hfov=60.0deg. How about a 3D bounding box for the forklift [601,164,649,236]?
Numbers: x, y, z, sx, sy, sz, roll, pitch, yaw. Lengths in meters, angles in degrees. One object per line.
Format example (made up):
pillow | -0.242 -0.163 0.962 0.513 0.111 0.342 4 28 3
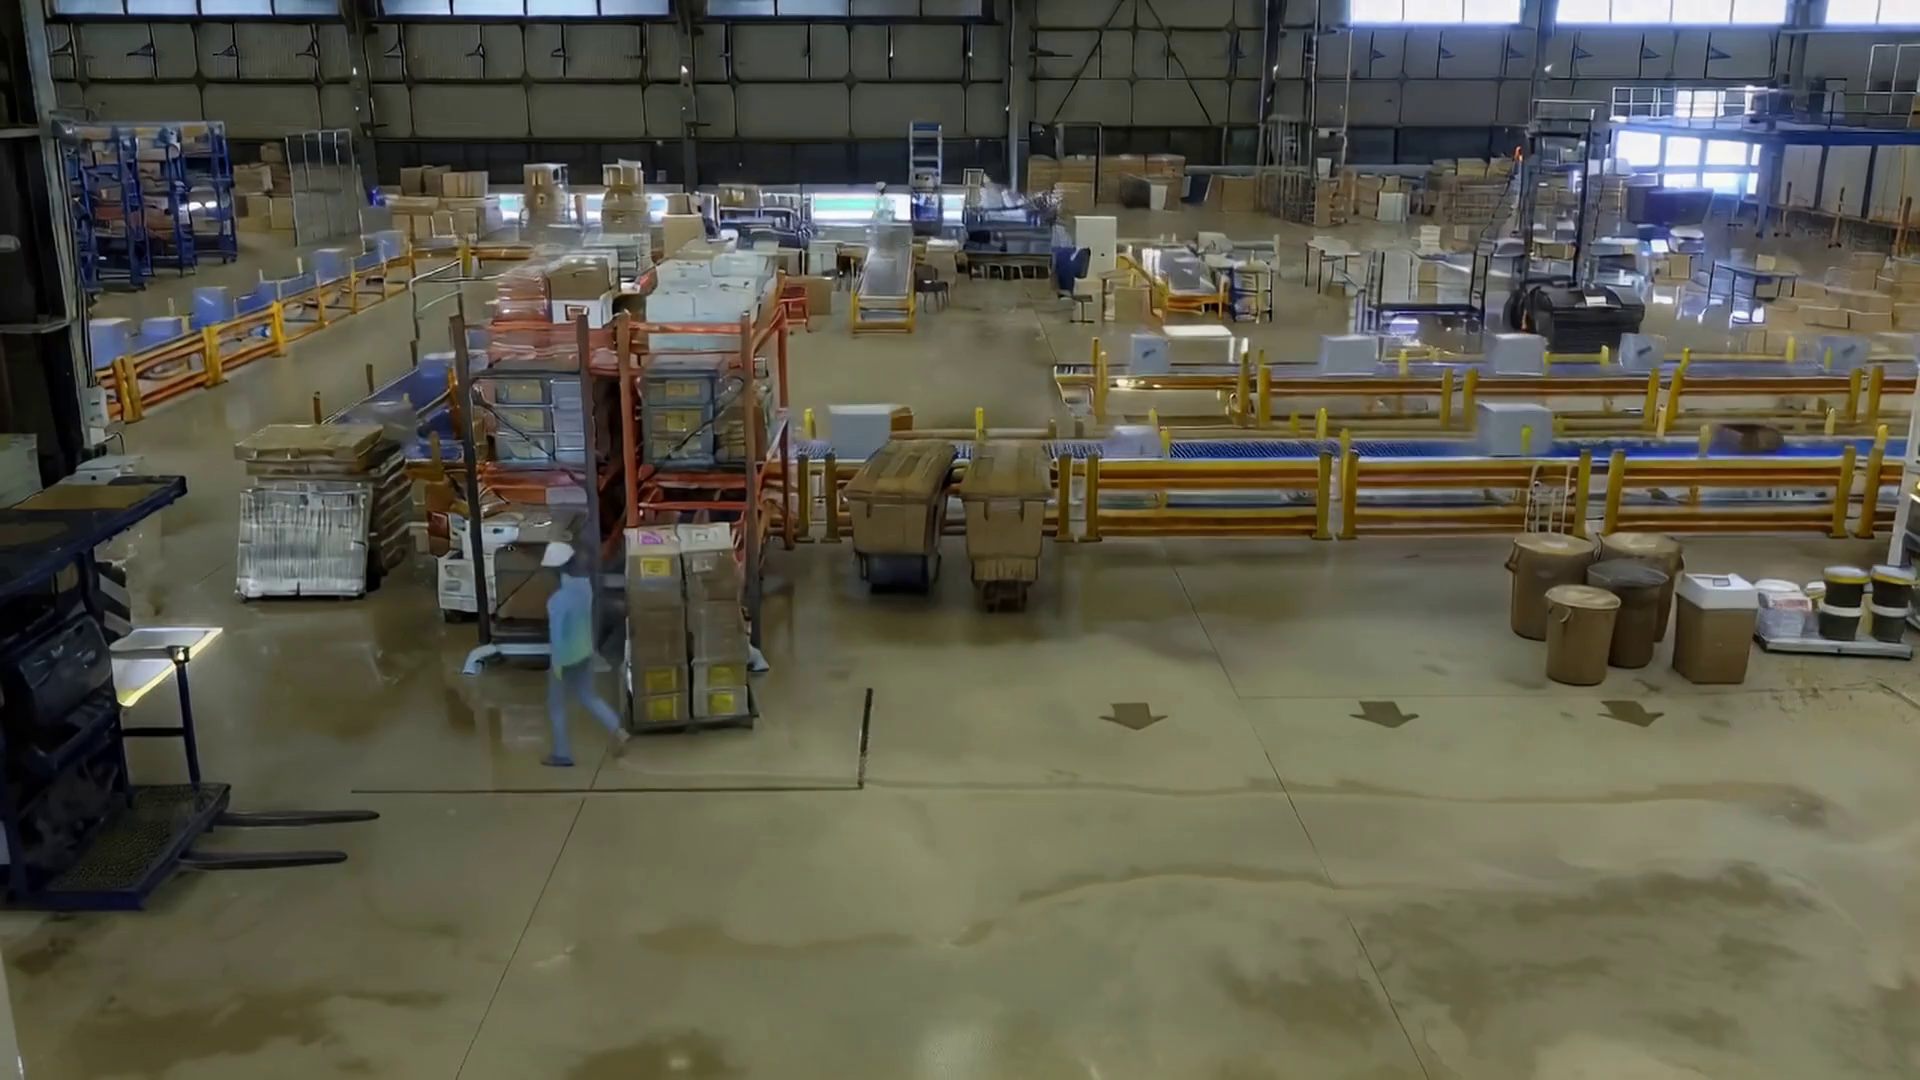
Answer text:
forklift | -9.948 -10.127 49.296 1.157 1.987 2.680 -1 16 -3

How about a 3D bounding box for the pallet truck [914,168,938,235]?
pallet truck | -0.989 -10.316 50.507 0.823 1.965 1.885 1 16 3

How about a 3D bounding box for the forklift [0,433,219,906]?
forklift | -5.952 0.780 10.366 1.873 2.768 1.129 0 16 -1

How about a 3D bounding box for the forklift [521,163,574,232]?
forklift | -12.233 -10.122 49.298 1.157 1.987 2.680 0 16 -1

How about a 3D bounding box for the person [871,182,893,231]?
person | -2.001 -8.484 44.123 0.613 2.015 0.907 14 21 40

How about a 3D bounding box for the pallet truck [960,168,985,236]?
pallet truck | 0.383 -10.230 50.206 0.823 1.965 1.885 -1 16 -3

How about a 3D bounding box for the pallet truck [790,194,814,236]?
pallet truck | -4.814 -9.883 50.259 0.704 1.261 1.522 -1 16 -3

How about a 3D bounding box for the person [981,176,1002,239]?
person | 0.887 -9.595 48.198 0.587 1.889 0.669 1 16 2

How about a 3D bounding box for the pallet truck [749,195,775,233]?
pallet truck | -6.051 -9.967 50.660 0.680 1.201 1.601 0 16 -1

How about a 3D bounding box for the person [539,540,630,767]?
person | -2.776 0.845 12.151 0.638 1.746 0.543 6 17 21

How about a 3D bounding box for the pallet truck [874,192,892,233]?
pallet truck | -2.277 -9.986 50.594 0.653 1.274 1.630 0 16 -1
